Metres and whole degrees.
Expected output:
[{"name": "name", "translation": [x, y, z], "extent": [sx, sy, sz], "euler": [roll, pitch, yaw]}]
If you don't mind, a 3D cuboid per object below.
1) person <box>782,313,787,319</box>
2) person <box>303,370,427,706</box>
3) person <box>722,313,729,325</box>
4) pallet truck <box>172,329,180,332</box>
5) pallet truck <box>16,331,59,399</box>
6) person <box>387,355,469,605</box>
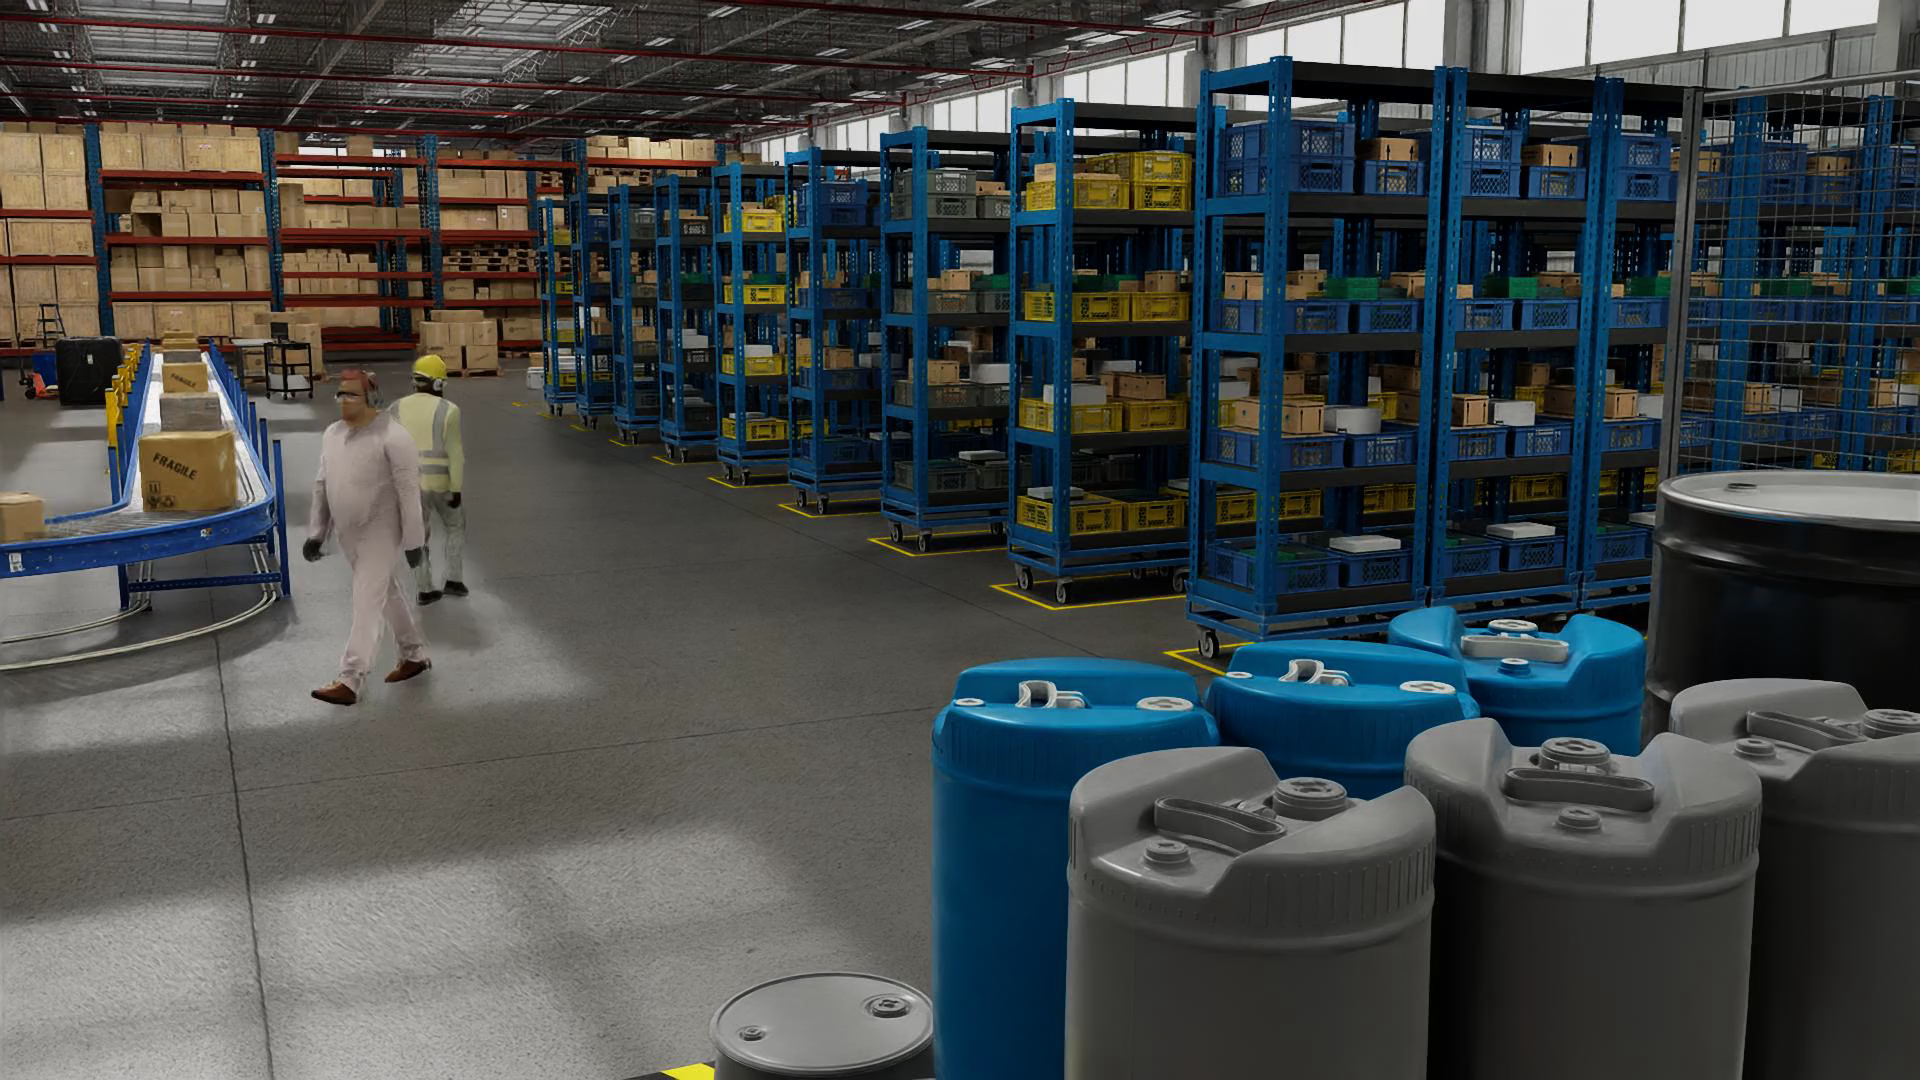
[{"name": "person", "translation": [-4.648, -5.982, 45.941], "extent": [0.622, 1.994, 0.381], "euler": [-6, 11, -32]}, {"name": "person", "translation": [-3.389, -0.032, 9.451], "extent": [0.636, 1.859, 1.011], "euler": [5, 10, 28]}, {"name": "person", "translation": [-6.735, -6.058, 46.738], "extent": [0.984, 1.883, 0.568], "euler": [-4, 10, -21]}, {"name": "pallet truck", "translation": [-17.275, -3.851, 35.096], "extent": [1.601, 1.201, 0.680], "euler": [0, 9, 1]}, {"name": "pallet truck", "translation": [-17.082, -3.353, 31.781], "extent": [1.630, 1.274, 0.653], "euler": [-4, 10, -25]}, {"name": "person", "translation": [-3.849, -0.441, 12.154], "extent": [0.588, 1.807, 0.556], "euler": [1, 9, 8]}]
